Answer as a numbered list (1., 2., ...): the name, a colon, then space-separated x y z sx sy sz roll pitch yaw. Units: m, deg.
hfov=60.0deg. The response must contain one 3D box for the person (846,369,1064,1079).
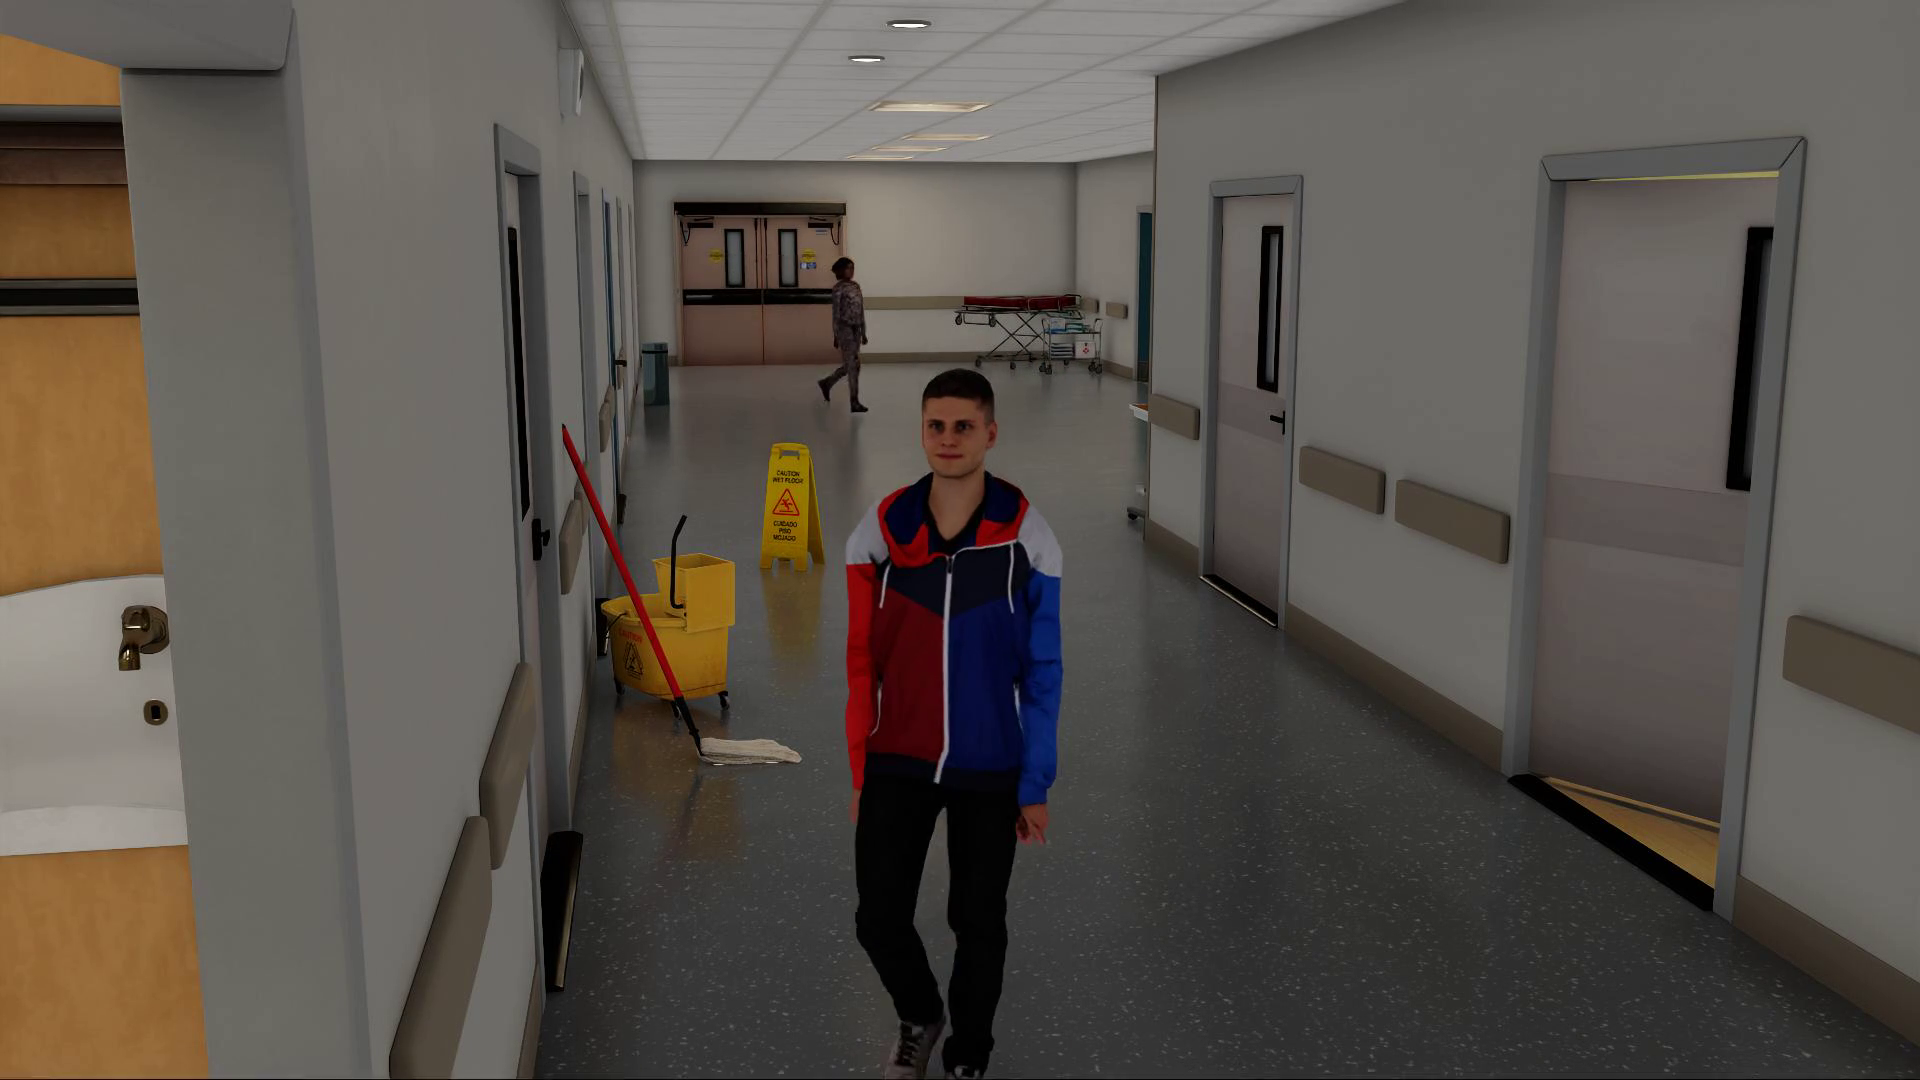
1. person: -0.017 0.480 3.846 0.720 1.752 0.712 1 11 6

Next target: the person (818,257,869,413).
1. person: -1.289 -2.264 18.465 1.087 1.693 0.989 9 14 39
